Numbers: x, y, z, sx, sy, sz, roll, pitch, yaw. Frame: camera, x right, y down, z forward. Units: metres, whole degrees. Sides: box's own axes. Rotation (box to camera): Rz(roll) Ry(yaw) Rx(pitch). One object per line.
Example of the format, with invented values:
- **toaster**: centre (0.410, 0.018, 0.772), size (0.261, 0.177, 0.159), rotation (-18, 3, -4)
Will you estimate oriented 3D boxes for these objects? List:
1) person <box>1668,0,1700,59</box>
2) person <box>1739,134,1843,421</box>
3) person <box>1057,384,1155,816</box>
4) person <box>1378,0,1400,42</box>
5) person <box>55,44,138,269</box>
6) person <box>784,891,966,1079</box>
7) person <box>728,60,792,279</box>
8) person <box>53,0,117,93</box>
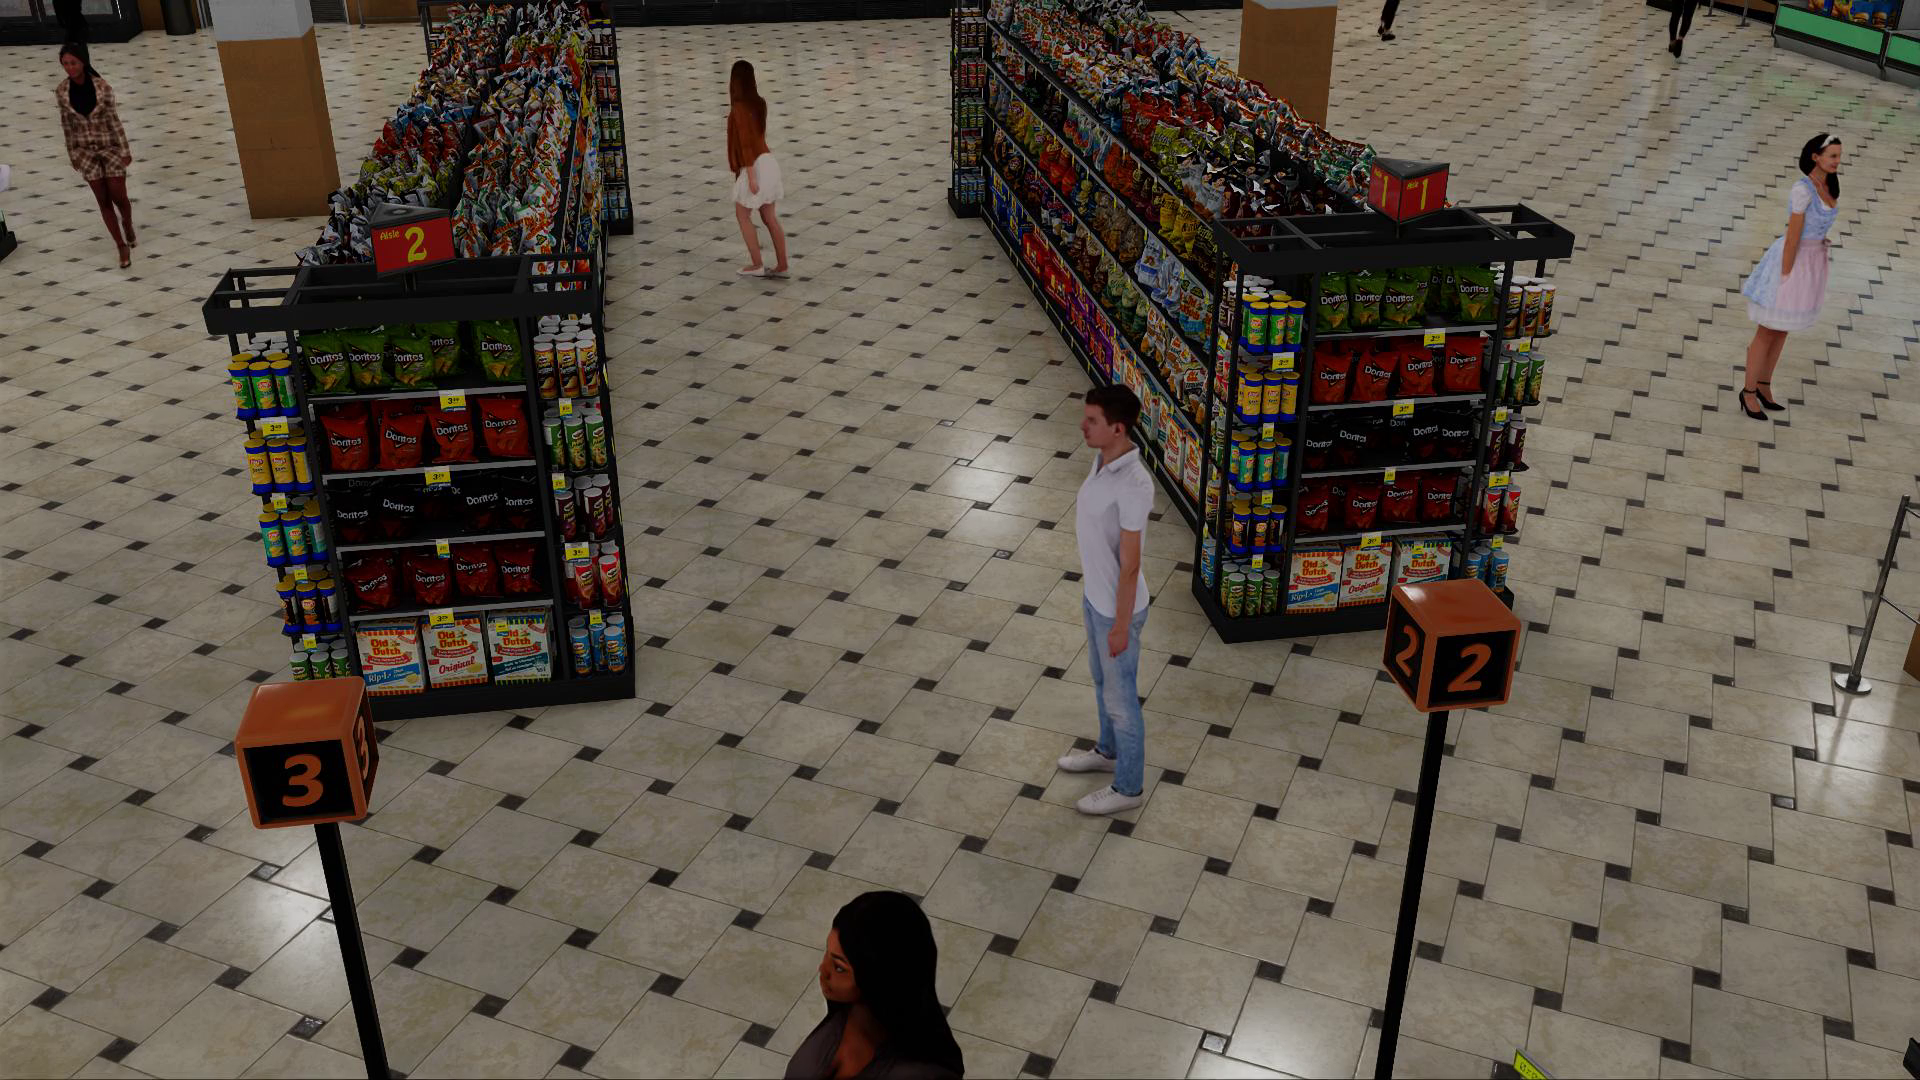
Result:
- **person**: centre (9.285, -7.032, 21.248), size (1.035, 1.685, 1.187), rotation (13, 30, 23)
- **person**: centre (5.261, -1.664, 10.515), size (0.836, 1.818, 0.877), rotation (-19, 33, -33)
- **person**: centre (0.632, 0.239, 6.728), size (0.695, 1.850, 0.449), rotation (-4, 27, -9)
- **person**: centre (5.763, -7.454, 22.322), size (0.756, 1.466, 0.654), rotation (-20, 33, -34)
- **person**: centre (-6.887, -3.086, 13.362), size (0.603, 1.780, 0.690), rotation (-6, 28, -12)
- **person**: centre (-0.173, 1.601, 4.052), size (0.782, 1.842, 0.649), rotation (-14, 30, -26)
- **person**: centre (-1.536, -2.849, 13.002), size (0.871, 1.683, 0.814), rotation (8, 28, 16)
- **person**: centre (-9.701, -5.613, 18.455), size (0.787, 1.680, 0.705), rotation (-13, 29, -23)
